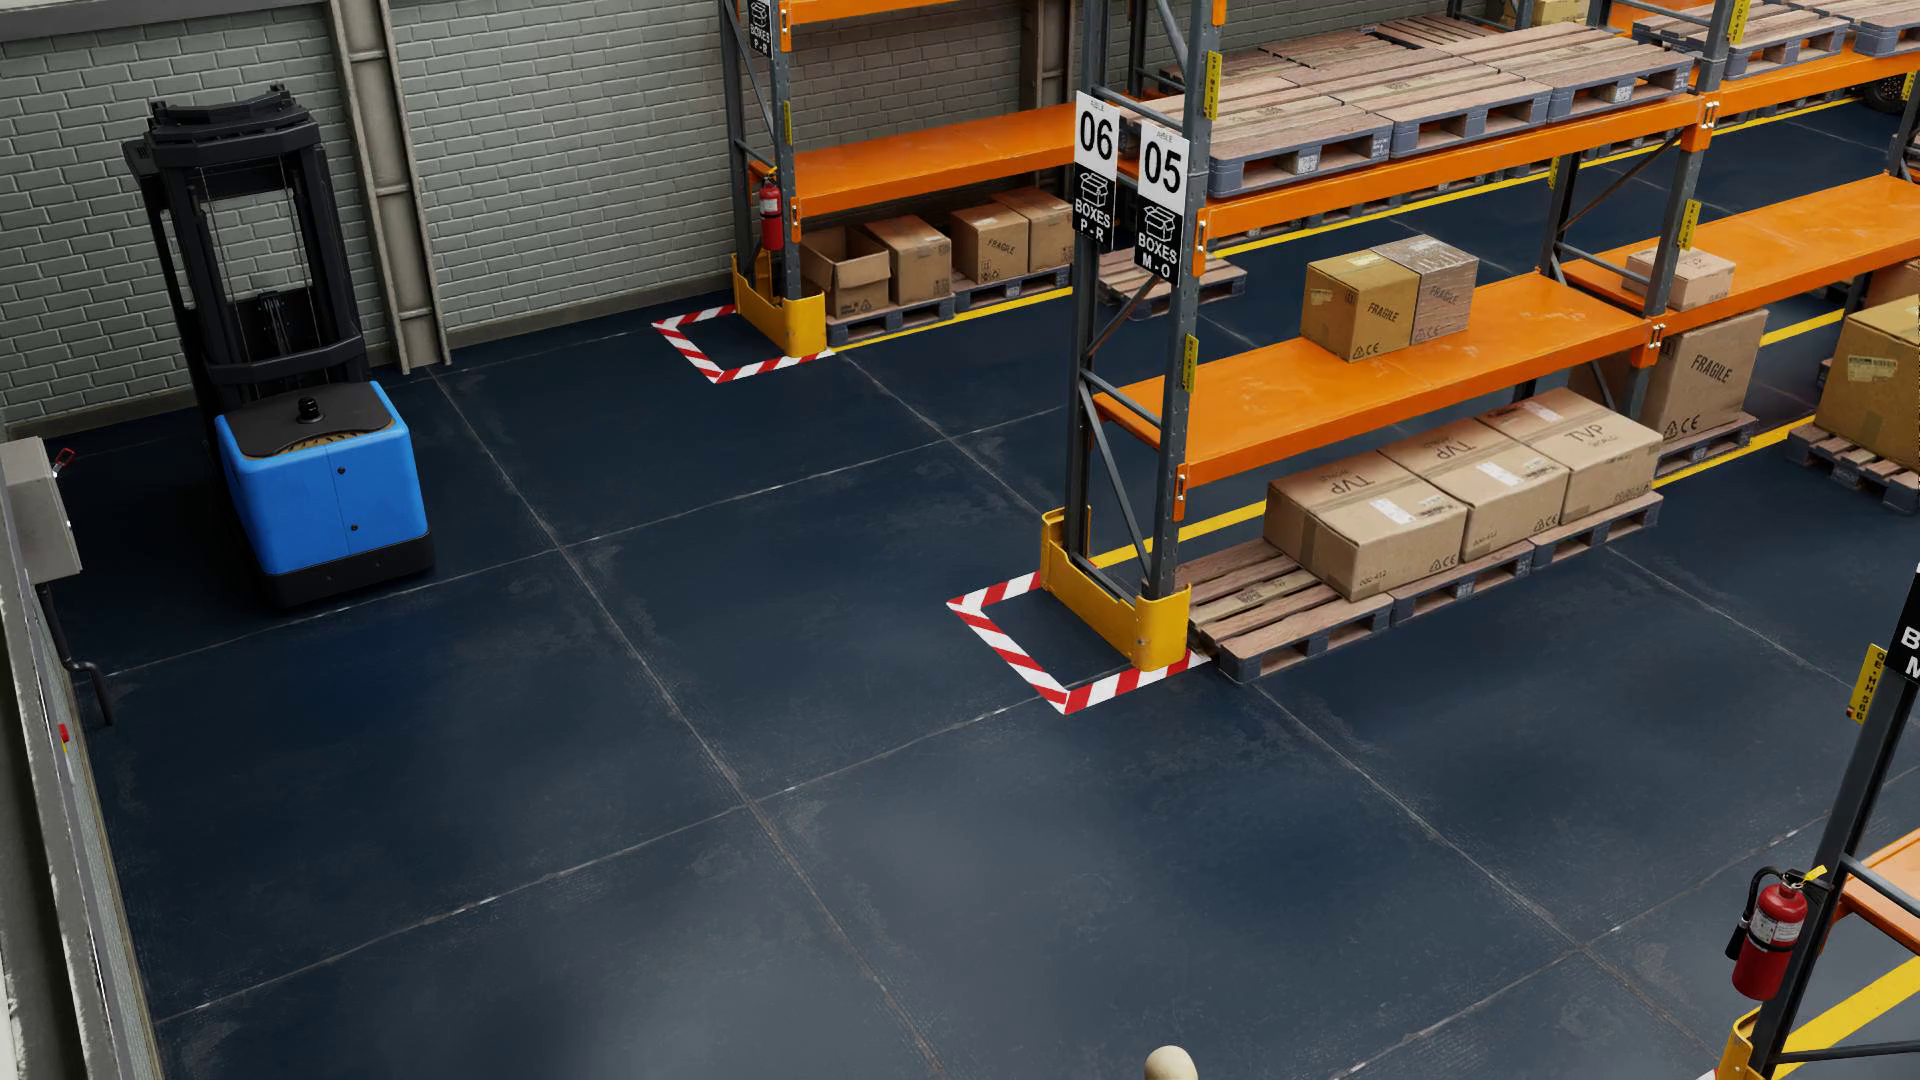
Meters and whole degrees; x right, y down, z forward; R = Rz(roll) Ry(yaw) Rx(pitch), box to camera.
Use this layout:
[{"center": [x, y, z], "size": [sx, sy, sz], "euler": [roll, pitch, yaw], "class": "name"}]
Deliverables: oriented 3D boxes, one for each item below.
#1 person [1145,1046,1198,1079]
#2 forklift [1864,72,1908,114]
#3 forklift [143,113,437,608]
[{"center": [0.641, 2.350, 5.686], "size": [0.605, 1.797, 0.376], "euler": [-18, 36, -26], "class": "person"}, {"center": [11.468, -5.645, 18.244], "size": [1.214, 2.155, 2.313], "euler": [-17, 36, -26], "class": "forklift"}, {"center": [-4.289, -1.259, 10.509], "size": [1.129, 2.768, 1.873], "euler": [-17, 36, -26], "class": "forklift"}]
